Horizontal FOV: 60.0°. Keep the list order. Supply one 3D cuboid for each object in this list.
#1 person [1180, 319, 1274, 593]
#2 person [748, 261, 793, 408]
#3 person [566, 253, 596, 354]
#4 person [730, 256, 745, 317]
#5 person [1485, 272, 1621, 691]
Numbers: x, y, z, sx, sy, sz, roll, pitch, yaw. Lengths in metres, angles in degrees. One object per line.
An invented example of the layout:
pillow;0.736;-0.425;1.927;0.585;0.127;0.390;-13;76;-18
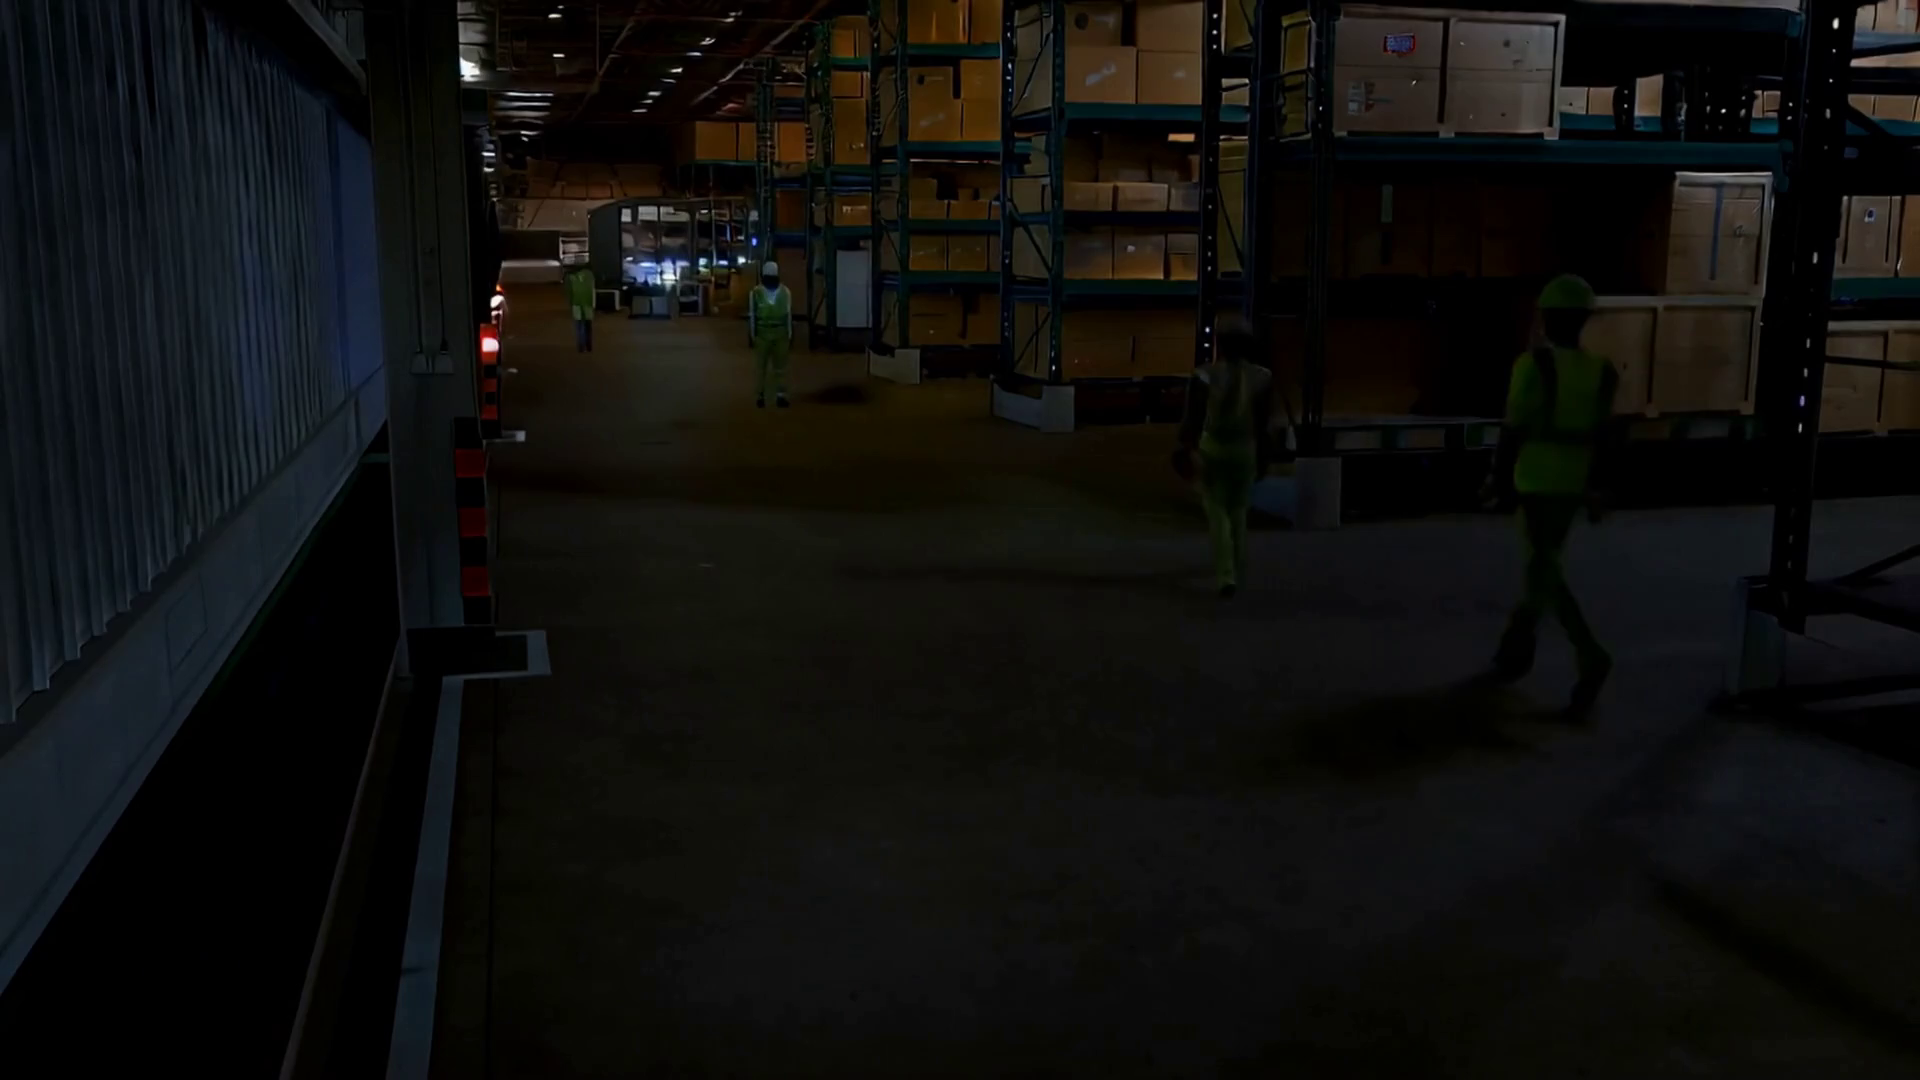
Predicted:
person;1.590;-0.501;9.834;0.519;1.602;0.843;-1;10;-3
person;-2.374;-2.580;20.945;0.586;1.833;0.403;-4;11;-22
person;-7.221;-4.521;31.754;0.544;1.906;0.847;-2;10;-10
person;-6.424;-7.326;48.112;0.485;1.734;0.355;4;11;22
person;2.792;-0.279;7.706;0.543;1.912;0.899;-4;11;-21
